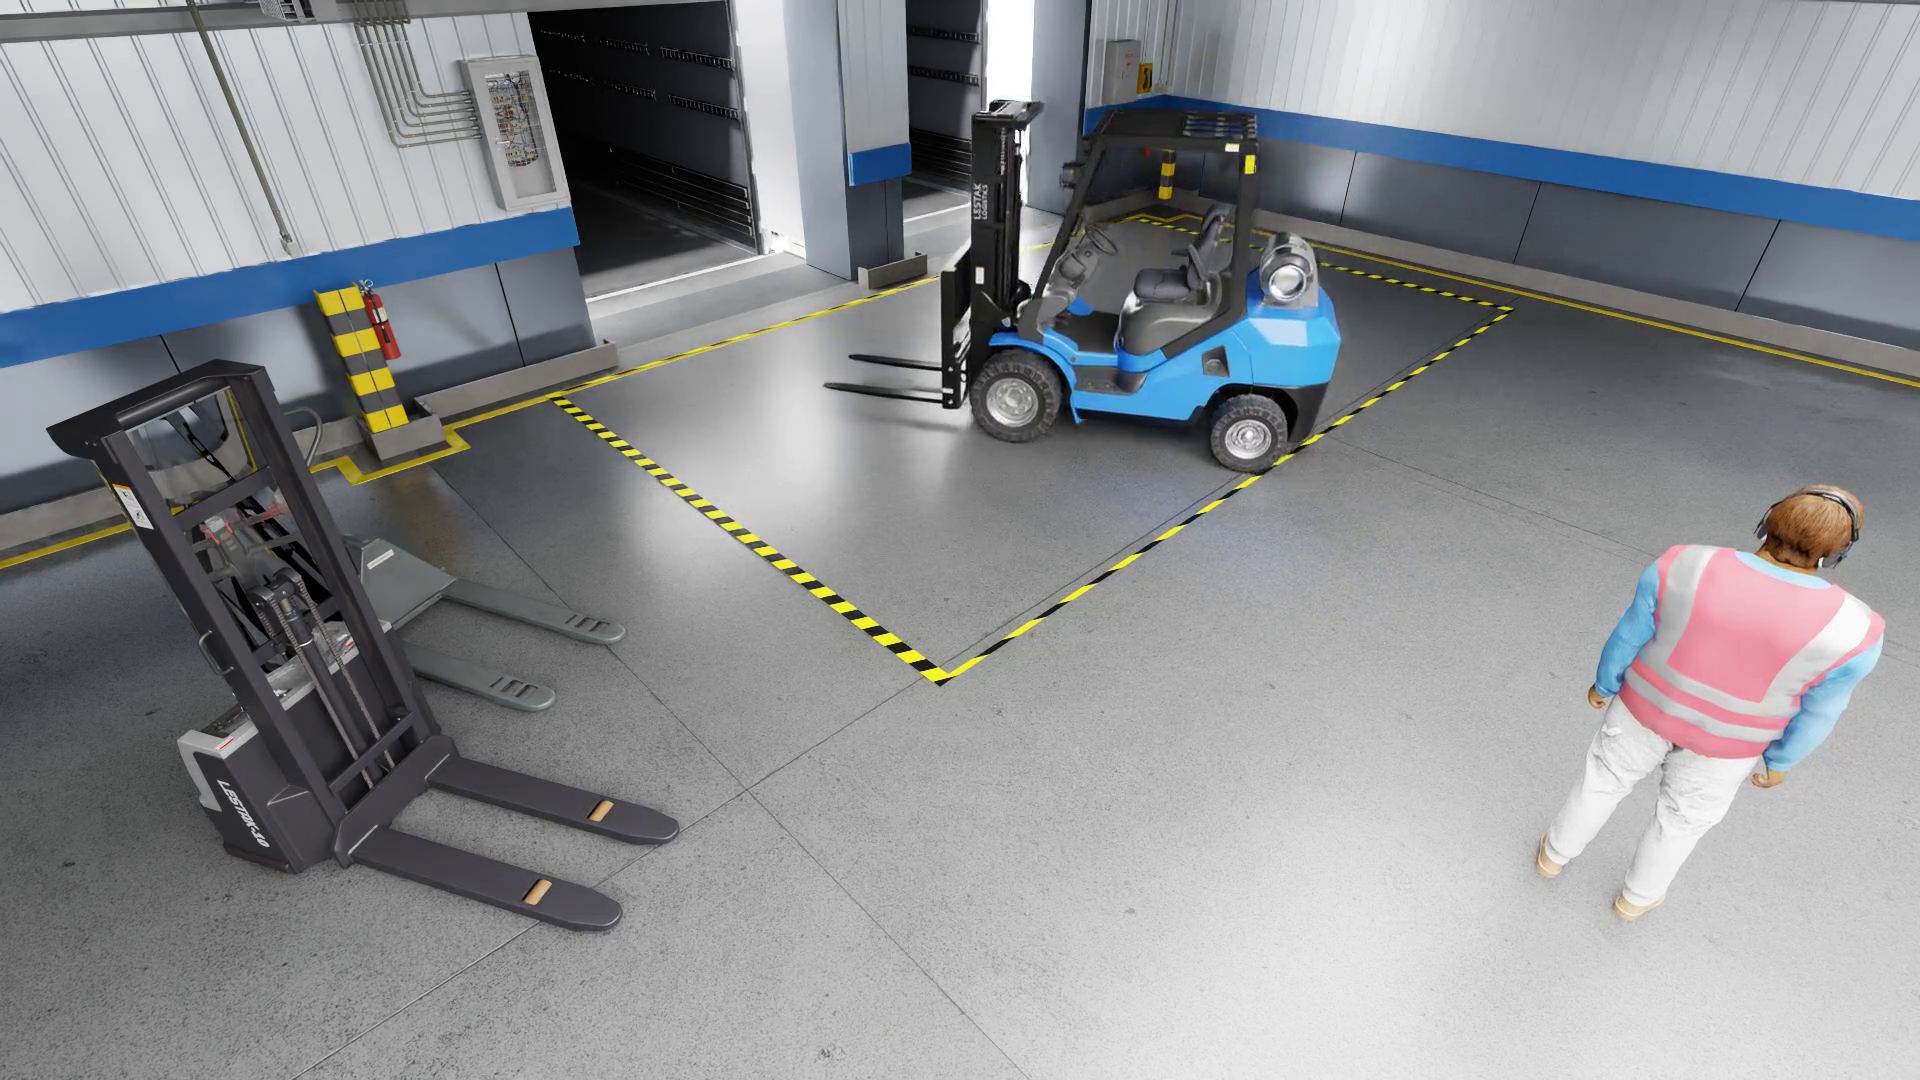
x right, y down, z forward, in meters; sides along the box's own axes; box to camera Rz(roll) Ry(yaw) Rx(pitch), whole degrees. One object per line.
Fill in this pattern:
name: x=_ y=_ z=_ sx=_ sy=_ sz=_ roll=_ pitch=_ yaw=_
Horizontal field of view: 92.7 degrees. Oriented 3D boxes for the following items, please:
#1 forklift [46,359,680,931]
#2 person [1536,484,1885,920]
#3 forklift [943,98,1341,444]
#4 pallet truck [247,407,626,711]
forklift: x=-2.135 y=0.422 z=3.354 sx=1.885 sy=1.965 sz=0.823 roll=10 pitch=35 yaw=14
person: x=2.560 y=0.615 z=3.207 sx=0.429 sy=1.842 sz=0.632 roll=-29 pitch=44 yaw=-35
forklift: x=1.304 y=-1.911 z=6.467 sx=2.680 sy=2.036 sz=1.157 roll=8 pitch=35 yaw=12
pallet truck: x=-2.628 y=0.038 z=4.590 sx=1.601 sy=1.201 sz=0.680 roll=12 pitch=36 yaw=18
